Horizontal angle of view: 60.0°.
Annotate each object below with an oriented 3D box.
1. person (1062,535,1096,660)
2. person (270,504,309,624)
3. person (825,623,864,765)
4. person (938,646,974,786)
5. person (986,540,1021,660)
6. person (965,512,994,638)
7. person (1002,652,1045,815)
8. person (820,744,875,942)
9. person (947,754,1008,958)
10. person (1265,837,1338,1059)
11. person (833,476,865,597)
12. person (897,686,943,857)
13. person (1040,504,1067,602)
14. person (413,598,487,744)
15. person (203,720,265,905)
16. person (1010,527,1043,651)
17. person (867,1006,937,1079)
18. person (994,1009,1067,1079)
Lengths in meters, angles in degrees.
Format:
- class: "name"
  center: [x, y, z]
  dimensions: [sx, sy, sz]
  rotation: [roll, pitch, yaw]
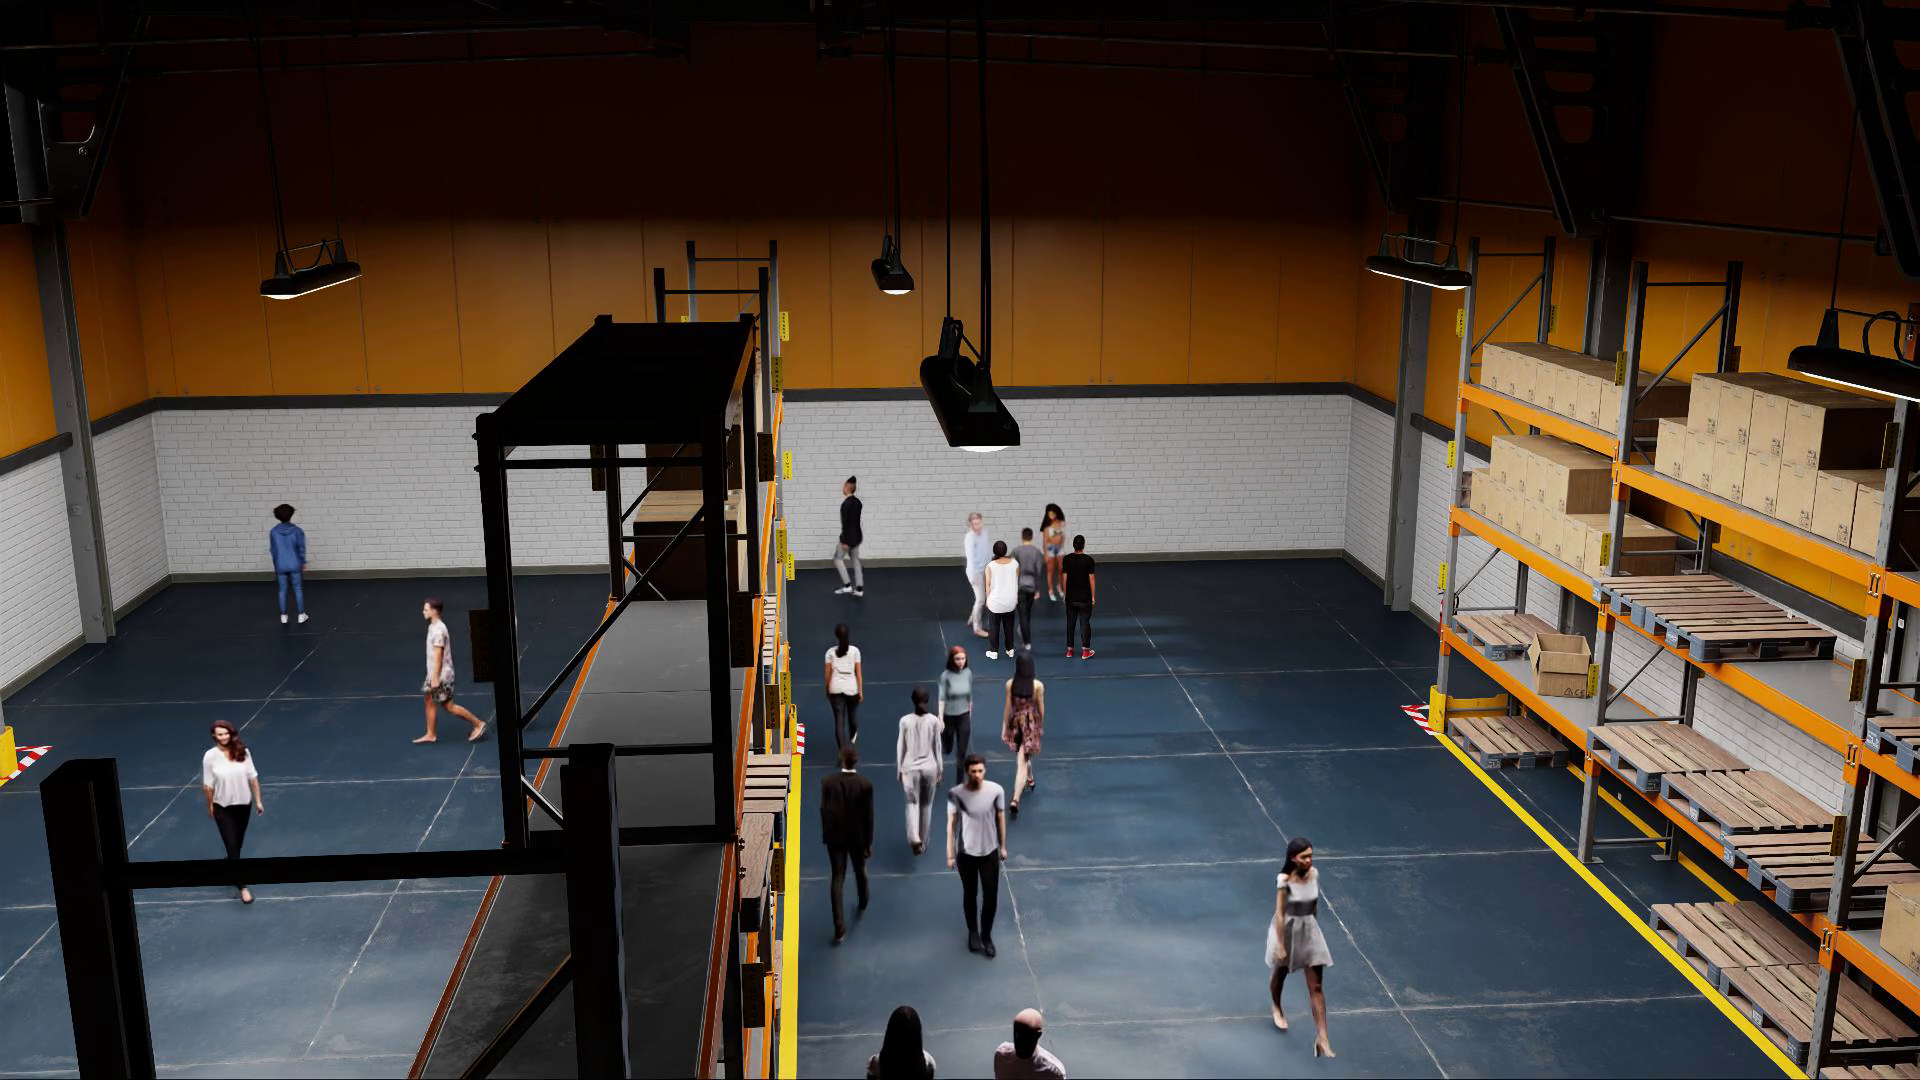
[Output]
- class: "person"
  center: [1.663, 0.784, 23.257]
  dimensions: [0.714, 1.758, 0.714]
  rotation: [5, 14, 18]
- class: "person"
  center: [-10.067, 0.349, 24.949]
  dimensions: [0.687, 1.807, 0.577]
  rotation: [-3, 14, -11]
- class: "person"
  center: [-1.353, 1.818, 19.350]
  dimensions: [0.596, 1.588, 1.087]
  rotation: [-1, 14, -6]
- class: "person"
  center: [-0.093, 1.986, 18.383]
  dimensions: [0.847, 1.717, 1.132]
  rotation: [-6, 15, -24]
- class: "person"
  center: [0.569, 0.817, 23.271]
  dimensions: [0.711, 1.688, 0.685]
  rotation: [-5, 14, -18]
- class: "person"
  center: [0.219, 0.494, 24.242]
  dimensions: [0.916, 1.859, 0.841]
  rotation: [7, 15, 26]
- class: "person"
  center: [0.684, 2.125, 17.824]
  dimensions: [0.823, 1.709, 1.214]
  rotation: [2, 14, 9]
- class: "person"
  center: [-1.041, 2.766, 15.074]
  dimensions: [0.812, 1.759, 1.160]
  rotation: [1, 14, 4]
- class: "person"
  center: [0.145, 2.761, 14.893]
  dimensions: [0.690, 1.854, 0.644]
  rotation: [-1, 14, -5]
- class: "person"
  center: [2.633, 3.196, 13.343]
  dimensions: [0.827, 1.737, 1.189]
  rotation: [-5, 15, -20]
- class: "person"
  center: [-1.644, -0.041, 26.287]
  dimensions: [0.919, 1.936, 0.815]
  rotation: [6, 15, 24]
- class: "person"
  center: [-0.398, 2.370, 16.723]
  dimensions: [0.635, 1.753, 0.870]
  rotation: [0, 14, 0]
- class: "person"
  center: [1.477, 0.201, 26.031]
  dimensions: [0.693, 1.586, 0.725]
  rotation: [-9, 16, -34]
- class: "person"
  center: [-6.118, 1.584, 19.887]
  dimensions: [0.948, 1.791, 1.105]
  rotation: [-6, 15, -22]
- class: "person"
  center: [-6.993, 2.565, 15.948]
  dimensions: [1.065, 1.738, 1.200]
  rotation: [-12, 18, -42]
- class: "person"
  center: [0.926, 0.731, 23.577]
  dimensions: [0.718, 1.710, 1.210]
  rotation: [-3, 14, -11]
- class: "person"
  center: [-0.345, 3.861, 10.575]
  dimensions: [0.741, 1.746, 1.011]
  rotation: [-4, 14, -17]
- class: "person"
  center: [0.434, 3.818, 10.573]
  dimensions: [0.756, 1.831, 0.790]
  rotation: [9, 16, 33]
